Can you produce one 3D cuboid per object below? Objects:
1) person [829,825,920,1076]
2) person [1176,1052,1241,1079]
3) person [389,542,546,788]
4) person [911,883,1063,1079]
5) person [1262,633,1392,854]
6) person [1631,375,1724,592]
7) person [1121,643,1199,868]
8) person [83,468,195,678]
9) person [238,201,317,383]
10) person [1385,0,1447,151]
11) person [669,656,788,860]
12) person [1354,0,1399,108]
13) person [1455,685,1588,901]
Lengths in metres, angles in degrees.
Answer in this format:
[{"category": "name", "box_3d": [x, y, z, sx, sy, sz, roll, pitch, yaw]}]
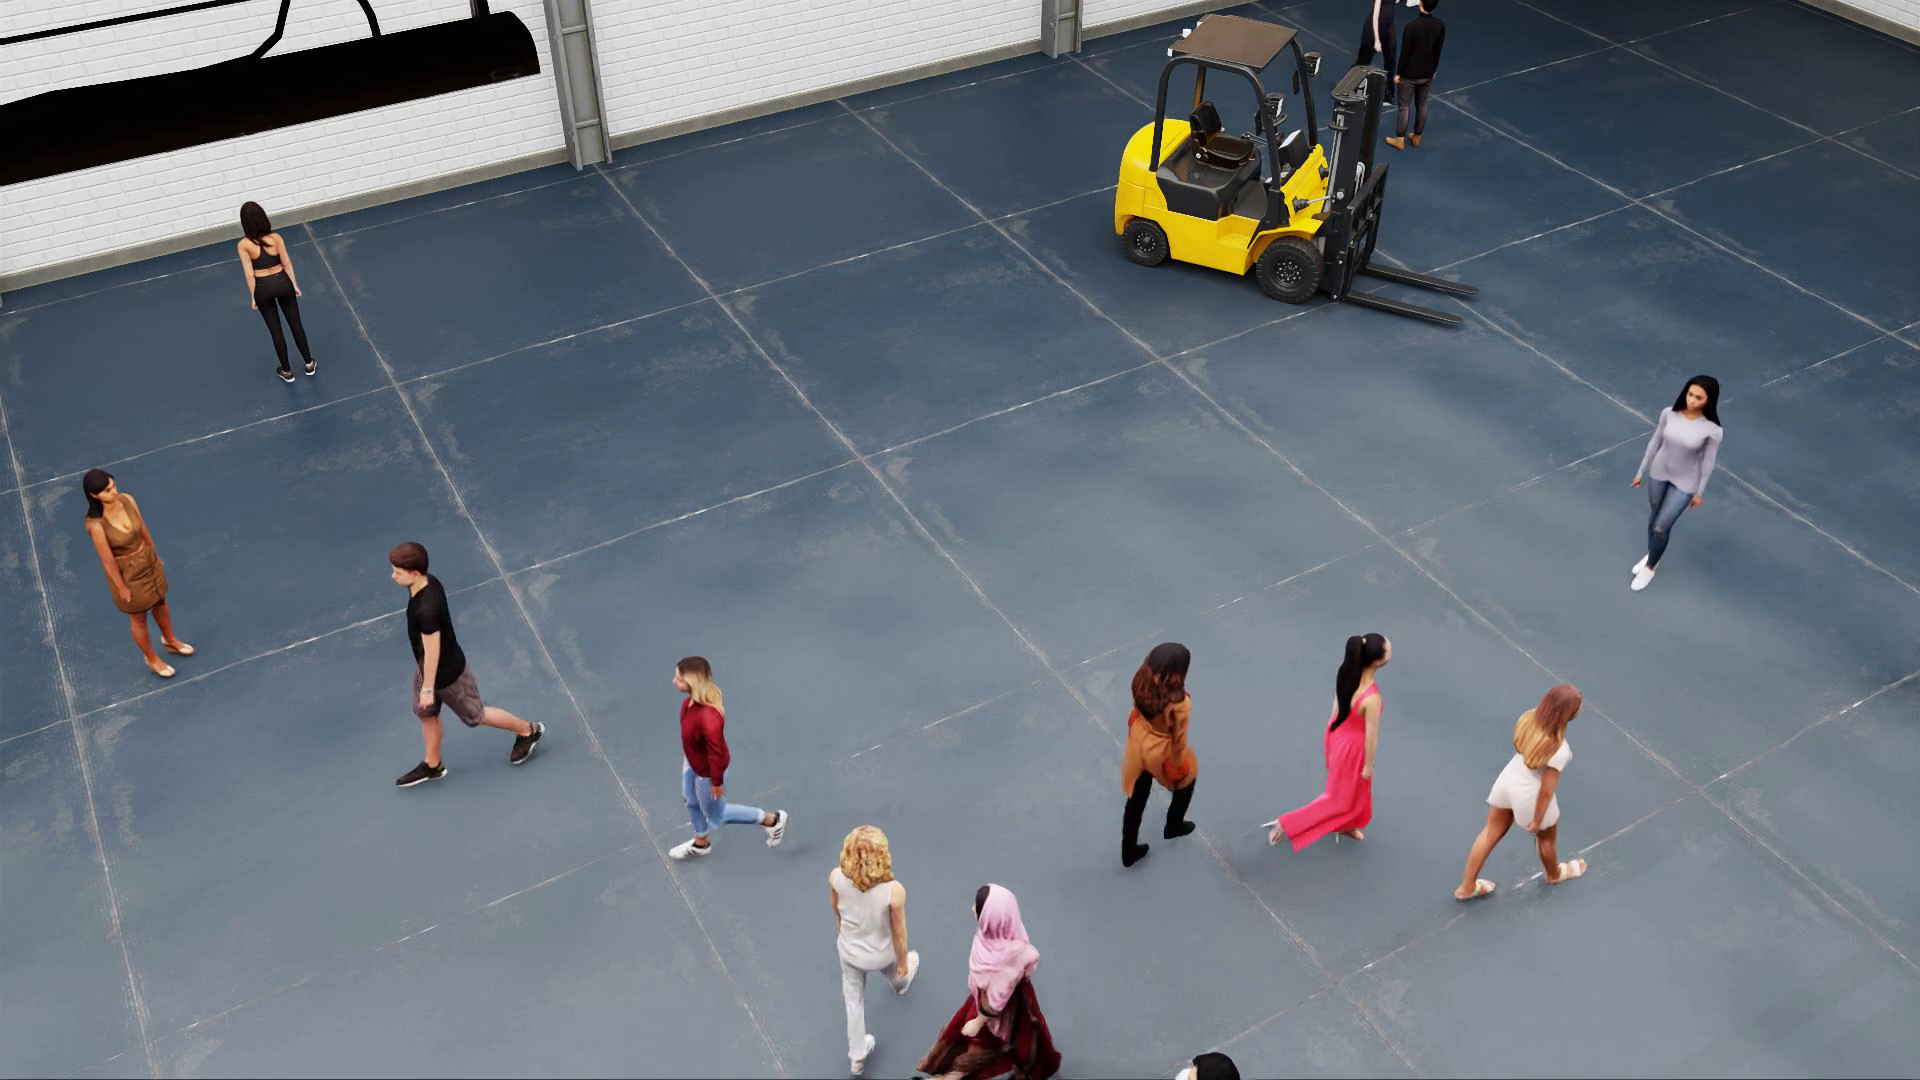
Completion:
[{"category": "person", "box_3d": [-0.517, 2.189, 8.718, 1.017, 1.632, 1.102, 12, 40, 14]}, {"category": "person", "box_3d": [1.176, 2.907, 7.793, 1.176, 1.663, 0.778, -12, 40, -14]}, {"category": "person", "box_3d": [-3.124, 0.764, 10.341, 1.182, 1.834, 0.671, -20, 43, -23]}, {"category": "person", "box_3d": [0.307, 2.345, 8.534, 1.134, 1.618, 0.835, -7, 39, -9]}, {"category": "person", "box_3d": [2.216, 1.252, 9.833, 1.034, 1.705, 0.744, -9, 39, -11]}, {"category": "person", "box_3d": [5.190, -0.463, 11.964, 0.704, 1.726, 0.660, -25, 45, -28]}, {"category": "person", "box_3d": [1.088, 1.305, 9.769, 0.860, 1.702, 0.797, -29, 47, -31]}, {"category": "person", "box_3d": [-5.542, 0.210, 11.152, 0.690, 1.687, 0.631, 10, 40, 12]}, {"category": "person", "box_3d": [-5.813, -2.107, 14.088, 0.431, 1.643, 0.632, -22, 44, -25]}, {"category": "person", "box_3d": [4.853, -4.994, 17.640, 0.572, 1.723, 0.757, -10, 40, -12]}, {"category": "person", "box_3d": [-1.419, 1.310, 9.835, 1.007, 1.612, 0.724, -11, 40, -14]}, {"category": "person", "box_3d": [4.590, -5.709, 18.539, 0.872, 1.717, 0.672, -21, 43, -24]}, {"category": "person", "box_3d": [3.177, 1.490, 9.572, 1.086, 1.659, 0.733, -13, 40, -15]}]
